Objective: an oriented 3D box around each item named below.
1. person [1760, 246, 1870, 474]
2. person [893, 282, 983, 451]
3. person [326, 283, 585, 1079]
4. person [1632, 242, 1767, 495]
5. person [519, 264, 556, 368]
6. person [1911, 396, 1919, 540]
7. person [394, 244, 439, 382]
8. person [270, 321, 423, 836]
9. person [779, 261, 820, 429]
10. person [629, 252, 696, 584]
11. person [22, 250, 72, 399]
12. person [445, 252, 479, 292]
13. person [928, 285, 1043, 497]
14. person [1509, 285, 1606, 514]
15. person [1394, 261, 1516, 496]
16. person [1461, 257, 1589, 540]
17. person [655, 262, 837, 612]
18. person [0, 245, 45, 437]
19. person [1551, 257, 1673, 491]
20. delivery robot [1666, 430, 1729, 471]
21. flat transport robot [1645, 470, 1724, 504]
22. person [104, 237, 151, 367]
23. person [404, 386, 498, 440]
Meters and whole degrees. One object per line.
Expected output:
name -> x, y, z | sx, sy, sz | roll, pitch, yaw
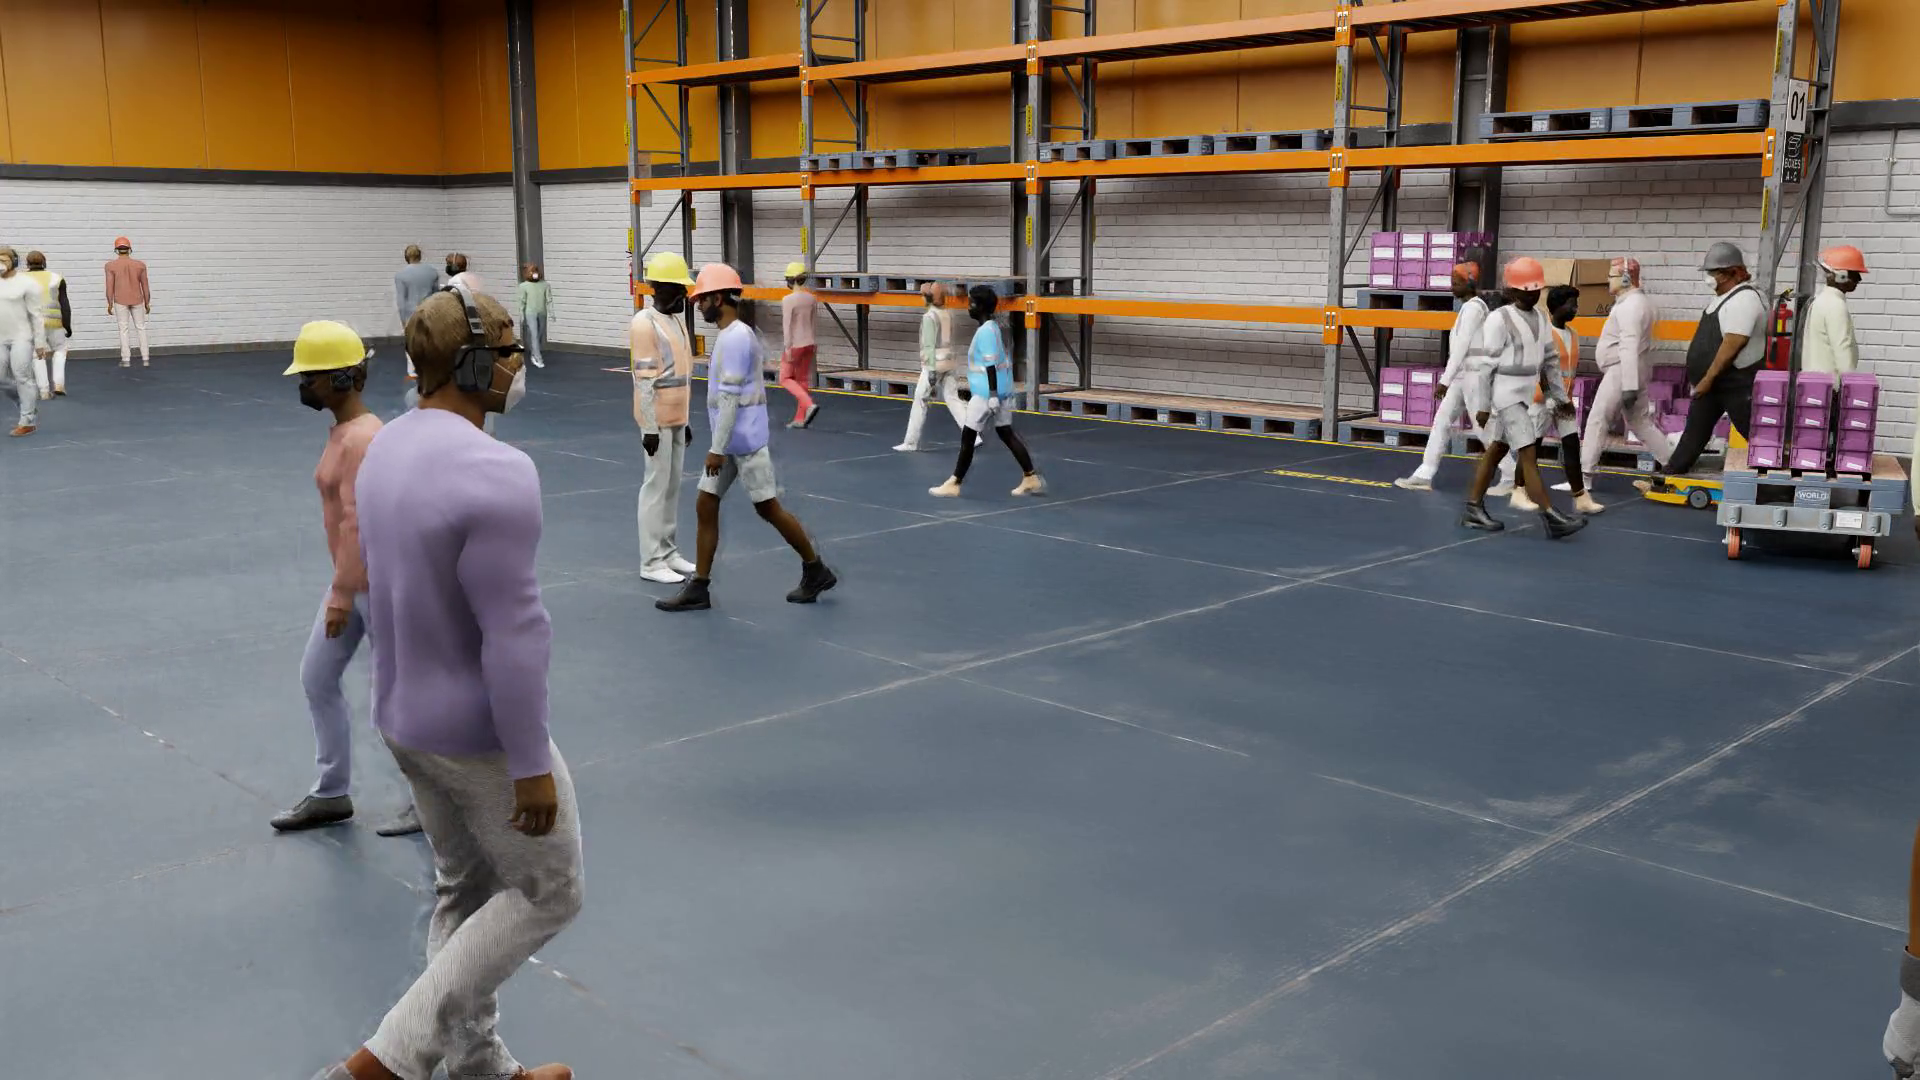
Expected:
person -> 6.173, -1.121, 11.906 | 0.934, 1.959, 0.616 | 4, 11, 21
person -> -0.180, -1.604, 15.502 | 0.854, 1.599, 0.535 | 4, 11, 23
person -> -1.103, 0.418, 3.586 | 0.517, 1.922, 0.644 | -9, 14, -41
person -> 5.684, -1.246, 12.339 | 1.097, 2.000, 0.682 | 1, 10, 5
person -> -6.562, -3.476, 25.716 | 0.502, 1.593, 0.839 | -7, 13, -35
person -> 4.405, -0.172, 7.139 | 0.590, 1.805, 0.793 | 9, 14, 40
person -> -7.390, -3.091, 22.775 | 0.631, 1.911, 0.879 | -7, 13, -35
person -> -2.046, 0.159, 5.507 | 0.703, 1.743, 0.543 | -7, 12, -32
person -> -1.648, -2.011, 17.300 | 0.457, 1.754, 0.530 | 7, 13, 35
person -> -1.709, -0.716, 9.766 | 0.387, 1.922, 0.594 | 2, 11, 11
person -> -11.384, -2.666, 20.649 | 0.653, 1.829, 0.520 | -4, 11, -22
person -> -5.780, -2.443, 19.445 | 0.585, 1.828, 0.644 | 1, 10, 4
person -> 0.235, -1.139, 12.826 | 0.880, 1.648, 0.542 | 1, 10, 7
person -> 4.343, -1.013, 12.075 | 0.551, 1.664, 0.685 | -7, 12, -32
person -> 3.983, -1.252, 12.986 | 0.978, 1.837, 0.560 | 2, 11, 13
person -> 3.791, -0.938, 11.102 | 0.598, 1.868, 0.977 | -9, 13, -39
person -> -1.150, -0.555, 9.017 | 0.981, 1.888, 0.544 | -3, 11, -18
person -> -9.547, -2.007, 16.801 | 0.652, 1.925, 0.484 | 1, 10, 6
person -> 5.242, -1.268, 12.988 | 0.992, 1.859, 0.645 | 6, 12, 31
delivery robot -> 5.875, -0.720, 13.267 | 0.477, 0.478, 0.707 | 2, 11, 11
flat transport robot -> 5.909, -0.349, 12.278 | 0.652, 0.197, 1.431 | -10, 15, -44
person -> -12.871, -3.679, 25.734 | 0.621, 1.990, 0.396 | -8, 13, -38
person -> -2.375, -0.214, 7.912 | 0.522, 1.587, 0.777 | 2, 11, 11
